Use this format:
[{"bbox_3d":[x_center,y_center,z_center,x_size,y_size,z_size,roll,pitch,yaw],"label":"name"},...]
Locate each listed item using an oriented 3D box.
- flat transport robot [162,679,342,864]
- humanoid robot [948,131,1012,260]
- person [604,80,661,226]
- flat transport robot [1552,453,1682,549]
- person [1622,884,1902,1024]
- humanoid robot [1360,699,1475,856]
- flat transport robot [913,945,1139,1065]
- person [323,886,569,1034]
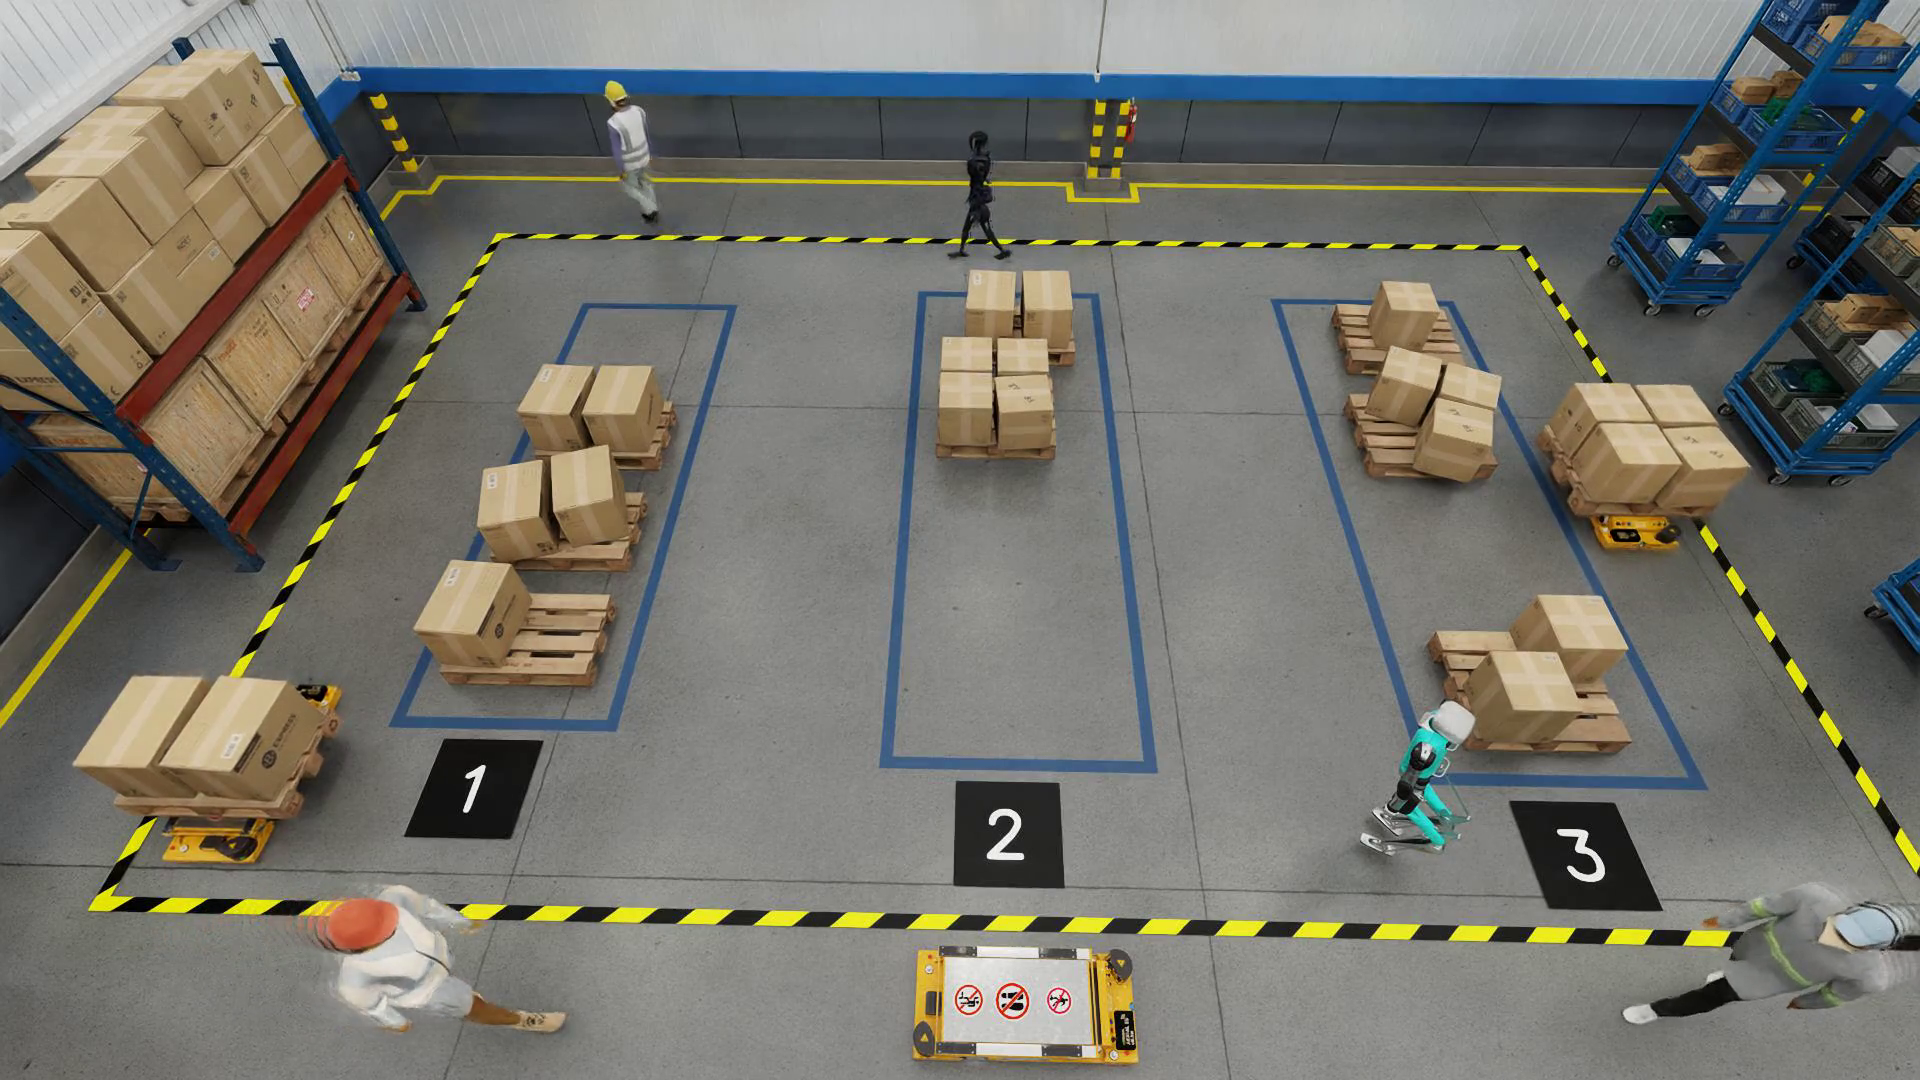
[{"bbox_3d":[-5.438,1.742,7.048,0.652,0.197,1.431,1,51,1],"label":"flat transport robot"},{"bbox_3d":[0.250,-4.053,10.923,0.788,1.646,0.587,-7,51,-6],"label":"humanoid robot"},{"bbox_3d":[-4.050,-4.742,11.351,0.436,1.815,0.614,22,54,17],"label":"person"},{"bbox_3d":[6.325,-0.529,8.899,0.652,0.197,1.431,1,51,1],"label":"flat transport robot"},{"bbox_3d":[4.877,2.497,5.459,0.960,1.806,0.590,-3,51,-2],"label":"person"},{"bbox_3d":[3.164,1.696,6.066,0.735,1.681,0.533,34,58,24],"label":"humanoid robot"},{"bbox_3d":[0.422,3.041,6.007,1.431,0.231,0.659,1,51,1],"label":"flat transport robot"},{"bbox_3d":[-3.025,2.491,5.338,1.018,2.001,0.626,0,51,0],"label":"person"}]
